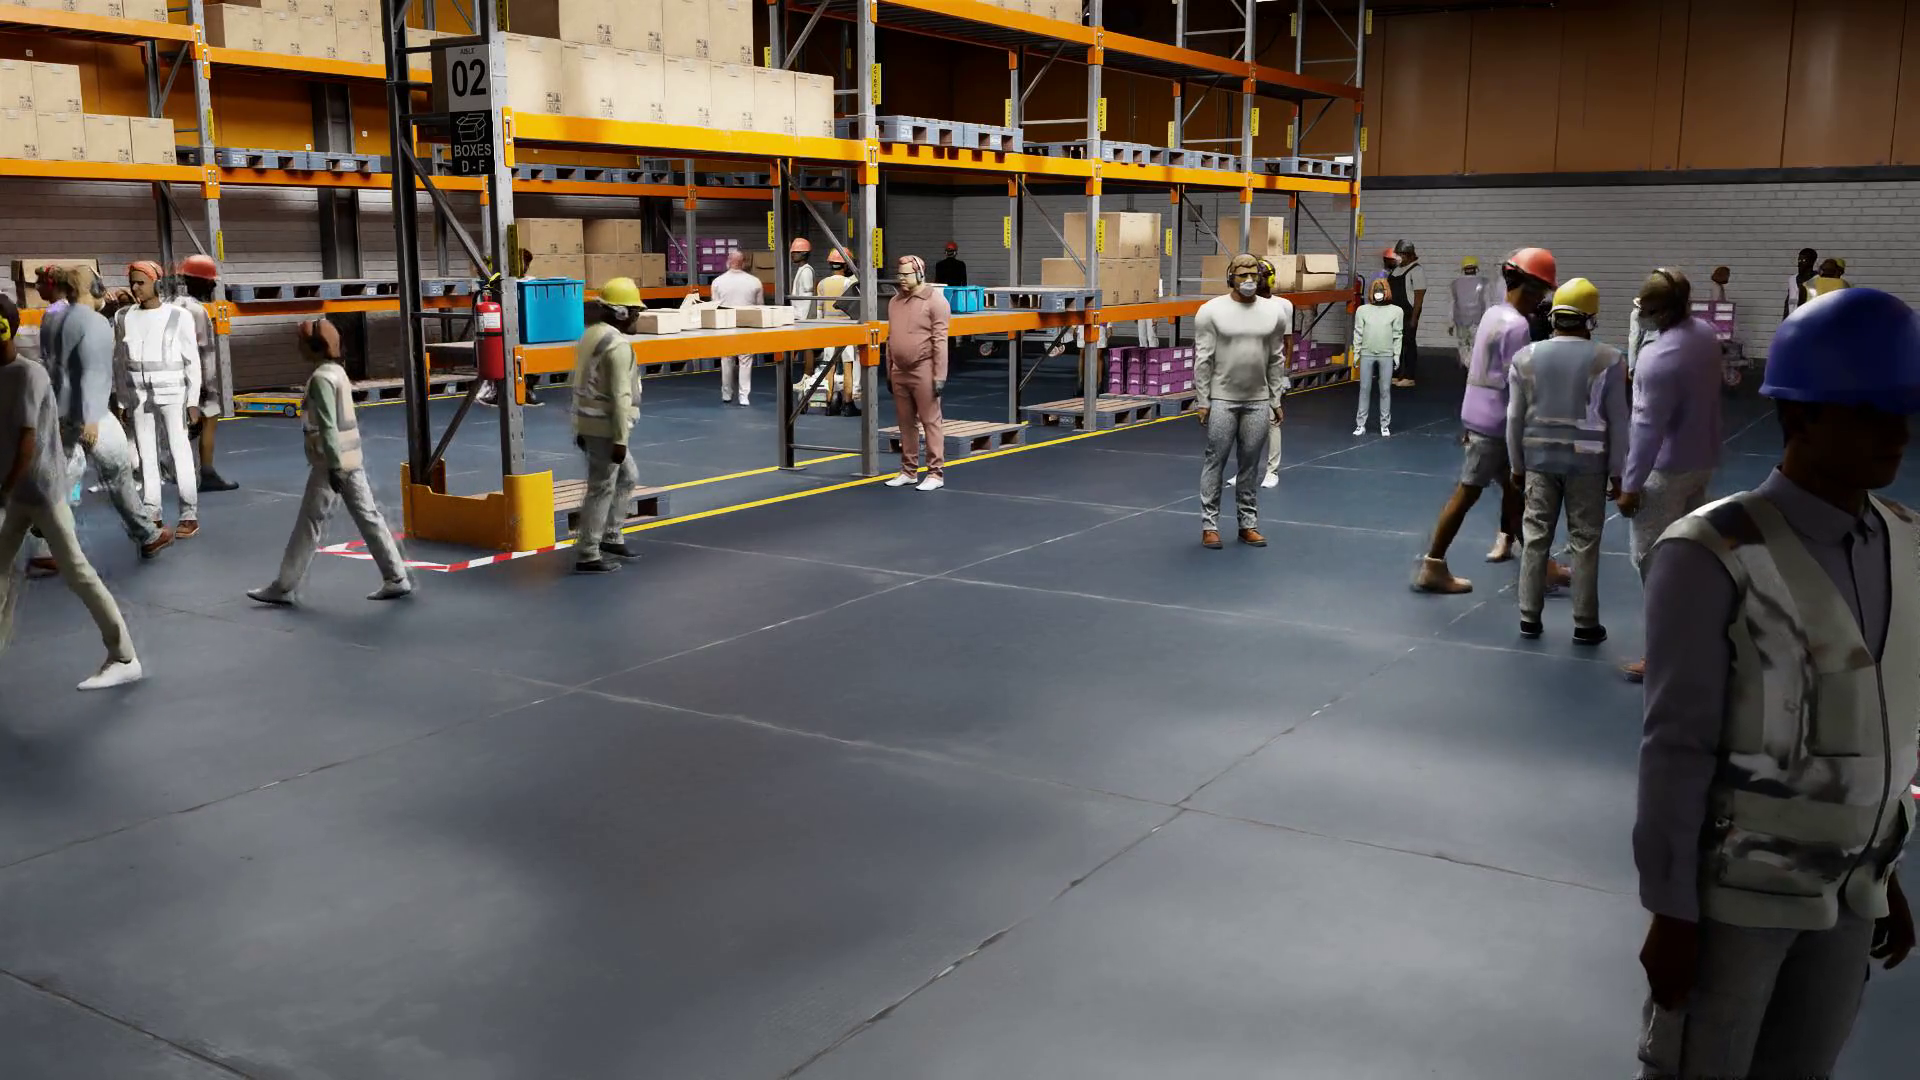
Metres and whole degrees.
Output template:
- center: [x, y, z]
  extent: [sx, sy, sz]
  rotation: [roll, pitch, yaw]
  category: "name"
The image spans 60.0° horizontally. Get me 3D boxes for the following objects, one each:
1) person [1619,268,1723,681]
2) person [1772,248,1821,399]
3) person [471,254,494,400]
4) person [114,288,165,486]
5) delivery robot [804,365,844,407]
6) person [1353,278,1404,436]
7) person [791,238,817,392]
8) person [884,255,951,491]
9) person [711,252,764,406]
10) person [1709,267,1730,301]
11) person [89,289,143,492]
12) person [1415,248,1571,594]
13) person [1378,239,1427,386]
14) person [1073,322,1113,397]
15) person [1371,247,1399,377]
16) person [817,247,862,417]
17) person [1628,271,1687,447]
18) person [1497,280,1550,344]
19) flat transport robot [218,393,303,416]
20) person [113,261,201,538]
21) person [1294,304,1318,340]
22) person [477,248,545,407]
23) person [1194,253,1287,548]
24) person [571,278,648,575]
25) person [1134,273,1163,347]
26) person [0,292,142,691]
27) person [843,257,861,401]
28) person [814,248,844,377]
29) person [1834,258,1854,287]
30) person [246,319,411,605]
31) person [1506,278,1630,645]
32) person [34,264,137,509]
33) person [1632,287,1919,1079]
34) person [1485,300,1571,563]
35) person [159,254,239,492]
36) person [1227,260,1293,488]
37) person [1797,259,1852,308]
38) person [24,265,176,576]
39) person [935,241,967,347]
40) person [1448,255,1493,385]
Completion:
- center: [3.320, -0.299, 7.714]
  extent: [0.714, 1.898, 0.362]
  rotation: [-9, 14, -42]
  category: "person"
- center: [10.648, -2.713, 21.000]
  extent: [0.391, 1.920, 0.593]
  rotation: [-4, 11, -21]
  category: "person"
- center: [-6.008, -2.689, 21.067]
  extent: [0.504, 1.848, 0.509]
  rotation: [4, 11, 19]
  category: "person"
- center: [-6.768, -1.241, 13.634]
  extent: [0.503, 1.632, 0.274]
  rotation: [-5, 11, -26]
  category: "person"
- center: [-1.590, -1.807, 19.501]
  extent: [0.477, 0.478, 0.707]
  rotation: [2, 10, 9]
  category: "delivery robot"
- center: [4.318, -1.888, 17.222]
  extent: [0.500, 1.633, 0.285]
  rotation: [3, 11, 19]
  category: "person"
- center: [-2.110, -3.009, 22.297]
  extent: [0.372, 2.044, 0.607]
  rotation: [-2, 10, -10]
  category: "person"
- center: [-0.375, -1.352, 13.522]
  extent: [0.646, 1.900, 0.403]
  rotation: [9, 13, 40]
  category: "person"
- center: [-2.735, -2.604, 20.538]
  extent: [0.651, 1.874, 0.839]
  rotation: [-1, 10, -6]
  category: "person"
- center: [11.381, -3.291, 25.032]
  extent: [0.302, 1.624, 0.506]
  rotation: [4, 11, 23]
  category: "person"
- center: [-6.807, -1.195, 13.361]
  extent: [0.516, 1.640, 0.314]
  rotation: [1, 10, 7]
  category: "person"
- center: [3.096, -0.642, 9.374]
  extent: [1.021, 1.967, 0.624]
  rotation: [2, 10, 10]
  category: "person"
- center: [6.122, -3.158, 23.128]
  extent: [0.537, 2.000, 0.682]
  rotation: [-4, 11, -23]
  category: "person"
- center: [1.707, -2.805, 21.456]
  extent: [0.548, 1.936, 0.378]
  rotation: [3, 11, 16]
  category: "person"
- center: [6.186, -3.354, 24.578]
  extent: [0.668, 1.913, 0.563]
  rotation: [6, 12, 29]
  category: "person"
- center: [-1.362, -2.384, 19.125]
  extent: [0.552, 1.935, 0.368]
  rotation: [5, 11, 26]
  category: "person"
- center: [6.379, -1.588, 15.247]
  extent: [0.491, 1.746, 0.285]
  rotation: [5, 11, 24]
  category: "person"
- center: [6.270, -2.242, 18.445]
  extent: [0.407, 1.902, 0.639]
  rotation: [-8, 13, -39]
  category: "person"
- center: [-7.878, -1.582, 19.300]
  extent: [1.431, 0.197, 0.652]
  rotation: [2, 10, 12]
  category: "flat transport robot"
- center: [-5.452, -0.944, 11.295]
  extent: [0.585, 1.882, 0.343]
  rotation: [1, 10, 5]
  category: "person"
- center: [5.961, -3.969, 28.748]
  extent: [0.314, 1.636, 0.515]
  rotation: [-10, 14, -43]
  category: "person"
- center: [-5.457, -2.558, 20.127]
  extent: [0.856, 1.933, 0.364]
  rotation: [-4, 11, -23]
  category: "person"
- center: [1.844, -0.912, 10.967]
  extent: [0.628, 1.940, 0.377]
  rotation: [-2, 10, -11]
  category: "person"
- center: [-2.132, -0.685, 10.121]
  extent: [0.568, 1.797, 0.602]
  rotation: [-6, 12, -29]
  category: "person"
- center: [2.761, -3.337, 24.558]
  extent: [0.355, 1.884, 0.575]
  rotation: [-6, 12, -28]
  category: "person"
- center: [-4.098, -0.167, 7.226]
  extent: [0.487, 1.804, 1.008]
  rotation: [7, 12, 35]
  category: "person"
- center: [-1.406, -2.660, 20.958]
  extent: [0.429, 1.837, 0.629]
  rotation: [-3, 11, -18]
  category: "person"
- center: [-1.877, -3.323, 24.429]
  extent: [0.871, 1.893, 0.612]
  rotation: [-1, 10, -8]
  category: "person"
- center: [12.597, -3.180, 24.012]
  extent: [0.533, 1.767, 0.326]
  rotation: [7, 12, 33]
  category: "person"
- center: [-3.510, -0.429, 9.244]
  extent: [0.879, 1.589, 0.535]
  rotation: [-1, 10, -8]
  category: "person"
- center: [3.053, -0.391, 8.367]
  extent: [0.586, 1.835, 0.403]
  rotation: [7, 12, 33]
  category: "person"
- center: [-6.687, -1.150, 12.565]
  extent: [0.550, 1.845, 0.694]
  rotation: [-2, 10, -9]
  category: "person"
- center: [1.372, 0.562, 2.771]
  extent: [0.606, 1.947, 0.406]
  rotation: [-5, 11, -25]
  category: "person"
- center: [3.724, -0.697, 10.552]
  extent: [0.848, 1.660, 0.528]
  rotation: [-9, 13, -40]
  category: "person"
- center: [-6.136, -1.318, 13.285]
  extent: [0.548, 1.912, 0.569]
  rotation: [-7, 13, -35]
  category: "person"
- center: [2.473, -1.355, 13.638]
  extent: [0.514, 1.863, 0.334]
  rotation: [8, 13, 38]
  category: "person"
- center: [10.668, -2.558, 20.511]
  extent: [0.643, 1.803, 0.701]
  rotation: [2, 11, 13]
  category: "person"
- center: [-5.348, -0.741, 10.225]
  extent: [0.693, 1.863, 1.005]
  rotation: [6, 12, 32]
  category: "person"
- center: [-0.163, -4.657, 31.567]
  extent: [0.623, 1.989, 0.399]
  rotation: [2, 10, 11]
  category: "person"
- center: [7.041, -3.032, 23.038]
  extent: [0.620, 1.818, 0.619]
  rotation: [7, 13, 36]
  category: "person"
